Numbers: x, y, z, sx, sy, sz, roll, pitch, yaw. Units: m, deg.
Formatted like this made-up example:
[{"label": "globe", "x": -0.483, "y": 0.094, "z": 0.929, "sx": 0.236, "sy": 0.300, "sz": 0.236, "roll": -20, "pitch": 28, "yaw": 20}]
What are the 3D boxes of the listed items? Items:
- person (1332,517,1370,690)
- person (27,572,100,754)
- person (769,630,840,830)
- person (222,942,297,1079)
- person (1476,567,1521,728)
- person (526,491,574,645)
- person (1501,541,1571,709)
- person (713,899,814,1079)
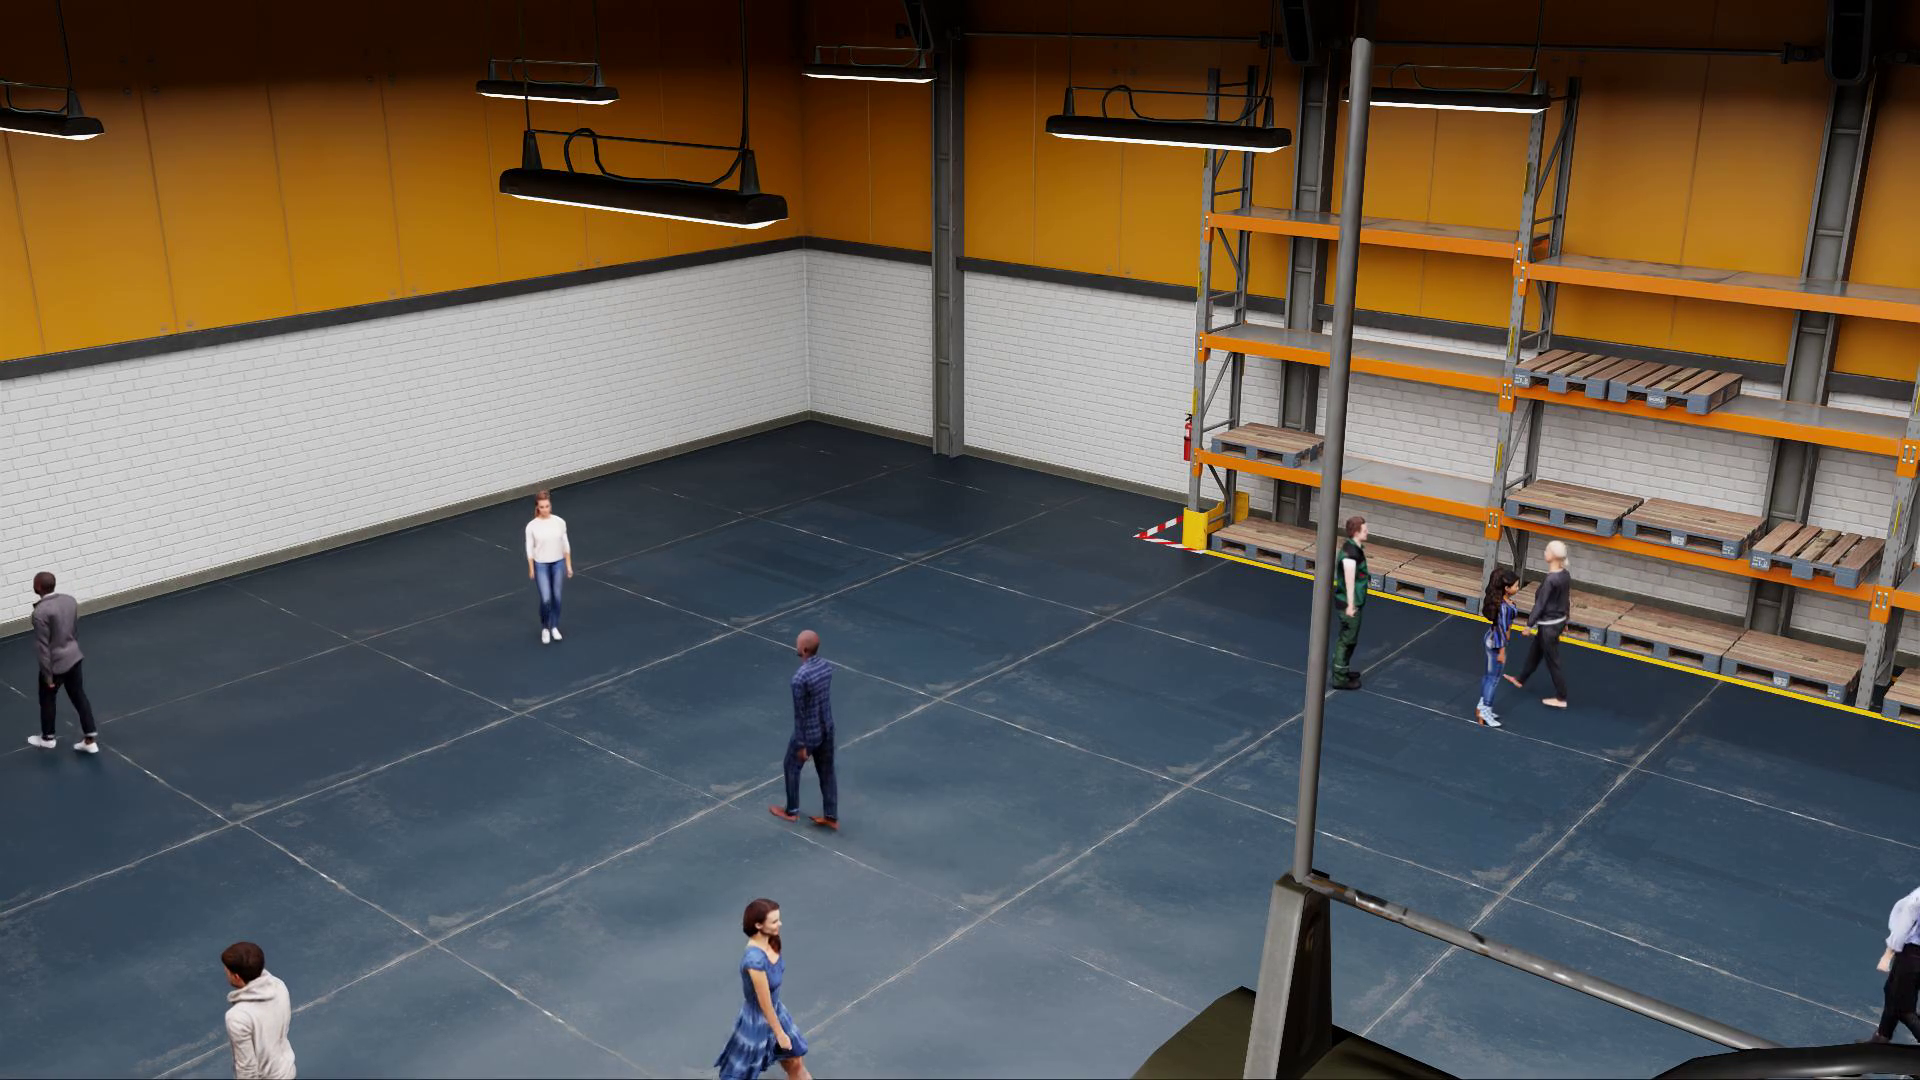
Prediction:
[{"label": "person", "x": 4.024, "y": 0.633, "z": 17.147, "sx": 0.728, "sy": 1.842, "sz": 0.722, "roll": 4, "pitch": 19, "yaw": 11}, {"label": "person", "x": -8.352, "y": 1.184, "z": 15.598, "sx": 1.100, "sy": 1.786, "sz": 0.956, "roll": 6, "pitch": 20, "yaw": 17}, {"label": "person", "x": -1.192, "y": 1.648, "z": 14.207, "sx": 0.925, "sy": 1.795, "sz": 0.730, "roll": 12, "pitch": 22, "yaw": 32}, {"label": "person", "x": -4.006, "y": 3.154, "z": 9.648, "sx": 0.784, "sy": 1.851, "sz": 0.761, "roll": 1, "pitch": 19, "yaw": 3}, {"label": "person", "x": 5.261, "y": 1.035, "z": 16.295, "sx": 0.702, "sy": 1.625, "sz": 0.692, "roll": 4, "pitch": 19, "yaw": 11}, {"label": "person", "x": -4.559, "y": 0.279, "z": 18.404, "sx": 0.705, "sy": 1.710, "sz": 0.730, "roll": -10, "pitch": 21, "yaw": -27}, {"label": "person", "x": 6.011, "y": 0.867, "z": 16.685, "sx": 0.981, "sy": 1.693, "sz": 0.634, "roll": 15, "pitch": 24, "yaw": 37}, {"label": "person", "x": -1.296, "y": 3.027, "z": 10.174, "sx": 1.217, "sy": 1.755, "sz": 1.046, "roll": 2, "pitch": 19, "yaw": 6}]
